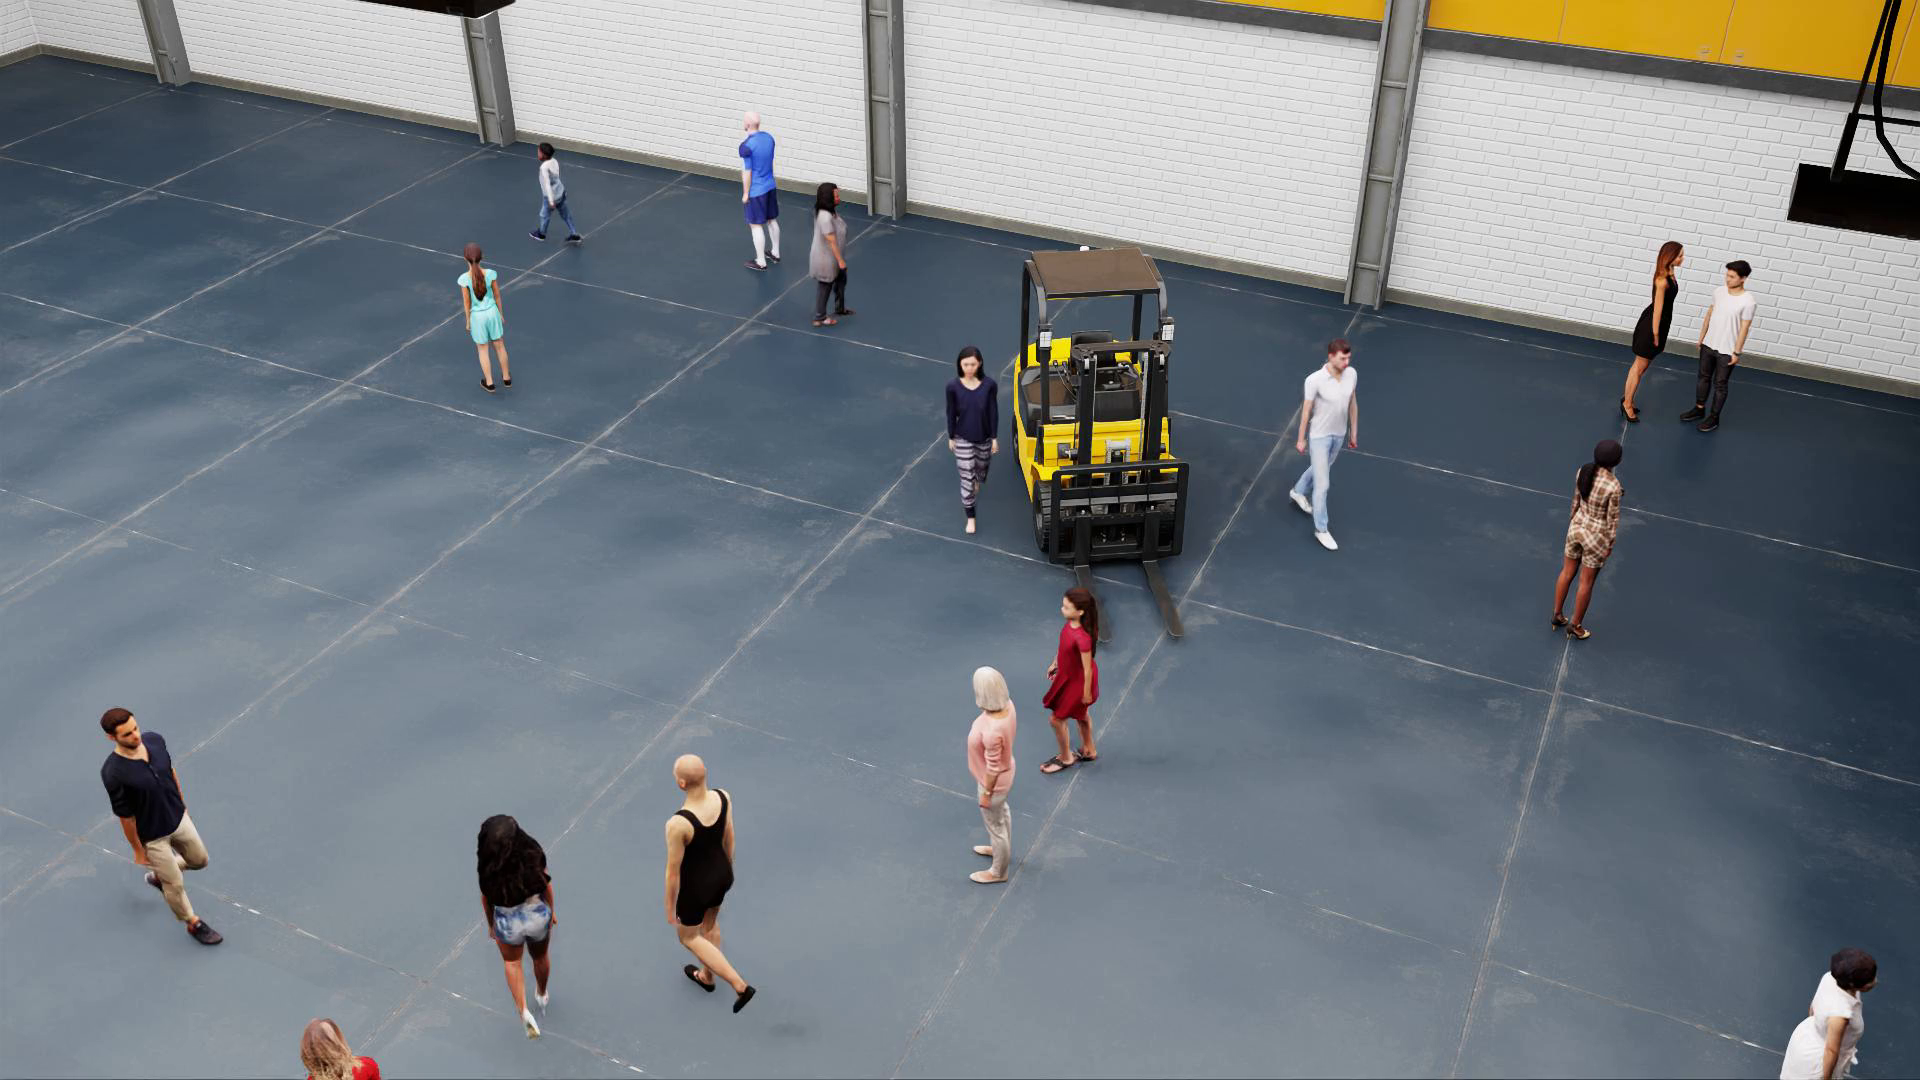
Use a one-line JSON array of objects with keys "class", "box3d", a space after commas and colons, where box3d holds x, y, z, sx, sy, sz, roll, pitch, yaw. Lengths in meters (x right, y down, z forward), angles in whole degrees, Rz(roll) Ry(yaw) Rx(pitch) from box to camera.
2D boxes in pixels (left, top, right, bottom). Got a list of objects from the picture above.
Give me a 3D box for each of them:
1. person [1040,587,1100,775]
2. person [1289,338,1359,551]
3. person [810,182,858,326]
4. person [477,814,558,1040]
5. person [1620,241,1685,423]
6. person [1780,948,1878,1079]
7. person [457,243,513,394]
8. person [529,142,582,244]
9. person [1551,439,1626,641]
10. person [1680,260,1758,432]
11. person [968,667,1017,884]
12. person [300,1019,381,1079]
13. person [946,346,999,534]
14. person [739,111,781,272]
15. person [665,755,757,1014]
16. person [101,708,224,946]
[{"class": "person", "box3d": [0.895, 0.969, 11.773, 0.778, 1.537, 0.702, -3, 34, -4]}, {"class": "person", "box3d": [3.123, -0.938, 14.384, 1.064, 1.822, 1.184, -16, 37, -22]}, {"class": "person", "box3d": [-1.483, -3.030, 17.741, 0.865, 1.589, 0.794, -3, 34, -5]}, {"class": "person", "box3d": [-2.542, 2.294, 9.713, 0.832, 1.611, 0.882, -10, 35, -14]}, {"class": "person", "box3d": [6.643, -2.005, 15.978, 0.516, 1.834, 0.582, 16, 37, 22]}, {"class": "person", "box3d": [4.646, 2.790, 9.017, 0.561, 1.556, 0.587, 9, 35, 13]}, {"class": "person", "box3d": [-4.740, -2.225, 16.559, 0.636, 1.558, 0.671, -18, 38, -25]}, {"class": "person", "box3d": [-4.744, -4.062, 19.622, 0.879, 1.226, 0.524, 12, 36, 18]}, {"class": "person", "box3d": [4.911, -0.003, 13.002, 0.742, 1.795, 0.661, -17, 37, -24]}, {"class": "person", "box3d": [7.300, -1.881, 15.898, 0.772, 1.716, 0.685, -16, 37, -22]}, {"class": "person", "box3d": [0.228, 1.517, 10.780, 0.606, 1.724, 0.650, 5, 34, 8]}, {"class": "person", "box3d": [-3.044, 3.141, 8.400, 0.935, 1.653, 1.192, -25, 41, -33]}, {"class": "person", "box3d": [0.118, -0.944, 14.487, 0.986, 1.717, 0.951, -2, 34, -4]}, {"class": "person", "box3d": [-2.290, -3.994, 18.966, 0.615, 1.840, 0.706, 21, 39, 29]}, {"class": "person", "box3d": [-1.453, 2.085, 9.863, 0.964, 1.792, 0.828, 20, 39, 27]}, {"class": "person", "box3d": [-5.025, 1.759, 10.309, 0.851, 1.841, 0.644, 13, 36, 19]}]
